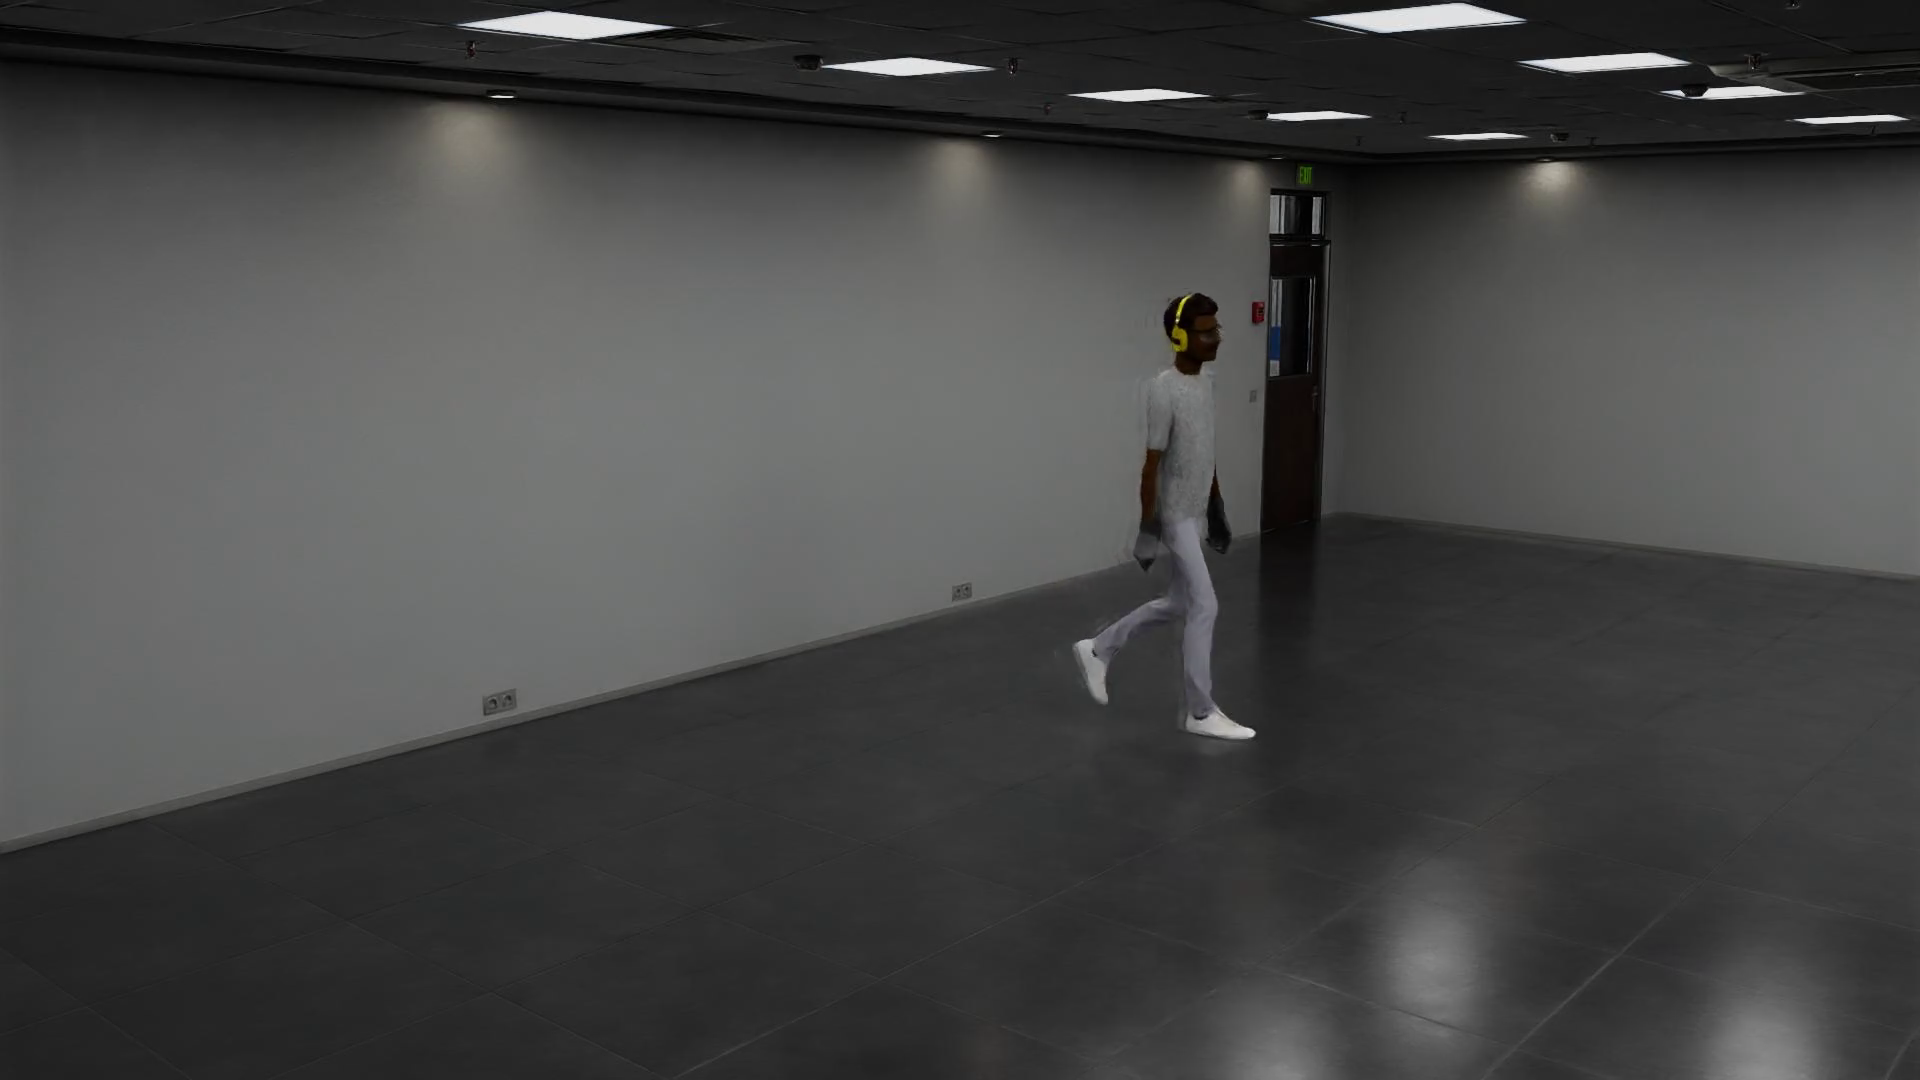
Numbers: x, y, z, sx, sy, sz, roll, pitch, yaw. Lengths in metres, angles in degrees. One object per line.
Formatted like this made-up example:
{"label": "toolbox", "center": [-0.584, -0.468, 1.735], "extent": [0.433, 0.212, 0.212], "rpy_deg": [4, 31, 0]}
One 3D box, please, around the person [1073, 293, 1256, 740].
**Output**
{"label": "person", "center": [0.860, -0.110, 6.965], "extent": [0.806, 1.847, 0.524], "rpy_deg": [5, 11, 27]}
